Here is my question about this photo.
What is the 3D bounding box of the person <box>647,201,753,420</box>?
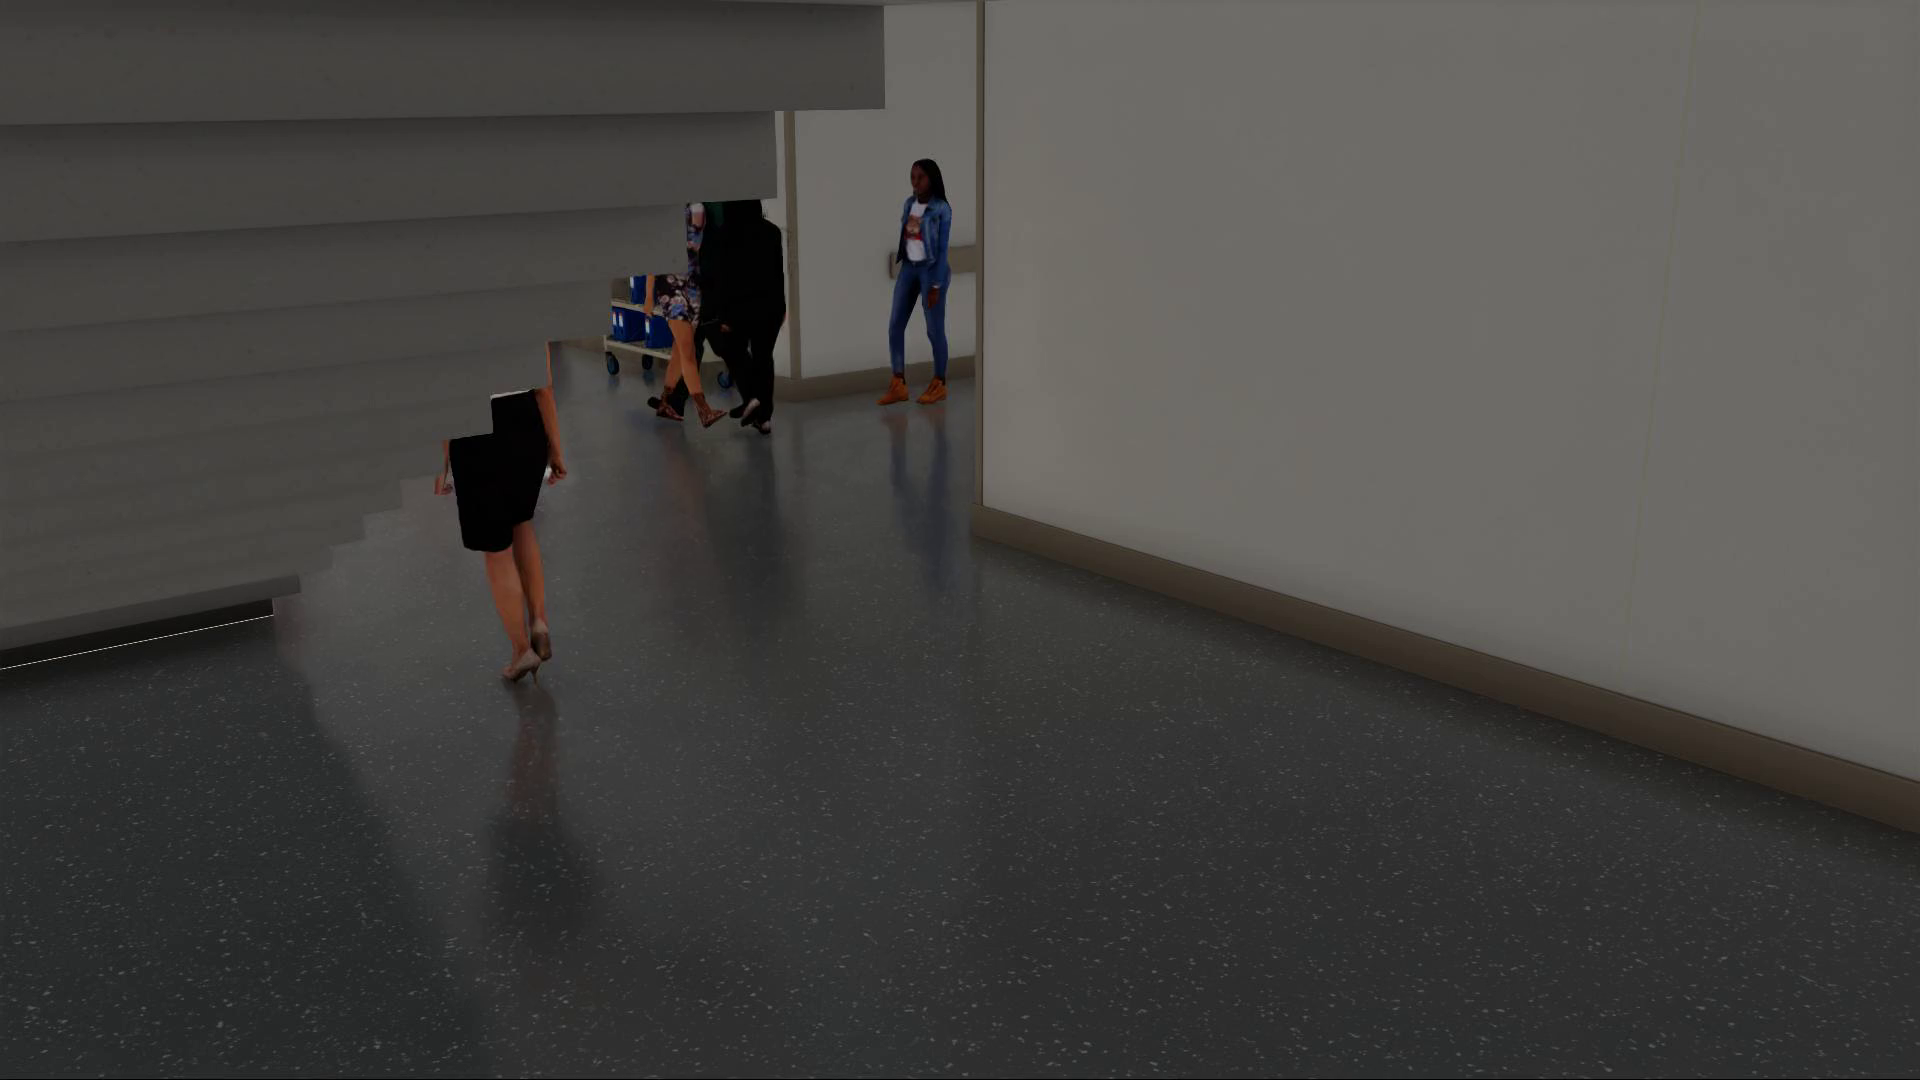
[{"bbox_3d":[-1.587,-1.662,10.962,1.223,1.792,1.139,2,16,6],"label":"person"}]

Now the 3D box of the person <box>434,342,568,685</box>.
[{"bbox_3d":[-1.647,-0.277,6.137,0.647,1.745,0.681,-15,21,-42],"label":"person"}]

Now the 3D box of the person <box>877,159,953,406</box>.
[{"bbox_3d":[-0.172,-1.770,11.528,0.811,1.693,0.767,14,21,40],"label":"person"}]

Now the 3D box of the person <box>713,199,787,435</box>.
[{"bbox_3d":[-1.296,-1.451,10.567,0.745,1.601,0.800,-6,17,-22],"label":"person"}]

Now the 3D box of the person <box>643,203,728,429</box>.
[{"bbox_3d":[-1.864,-1.585,10.860,0.695,1.699,1.062,-15,22,-42],"label":"person"}]
